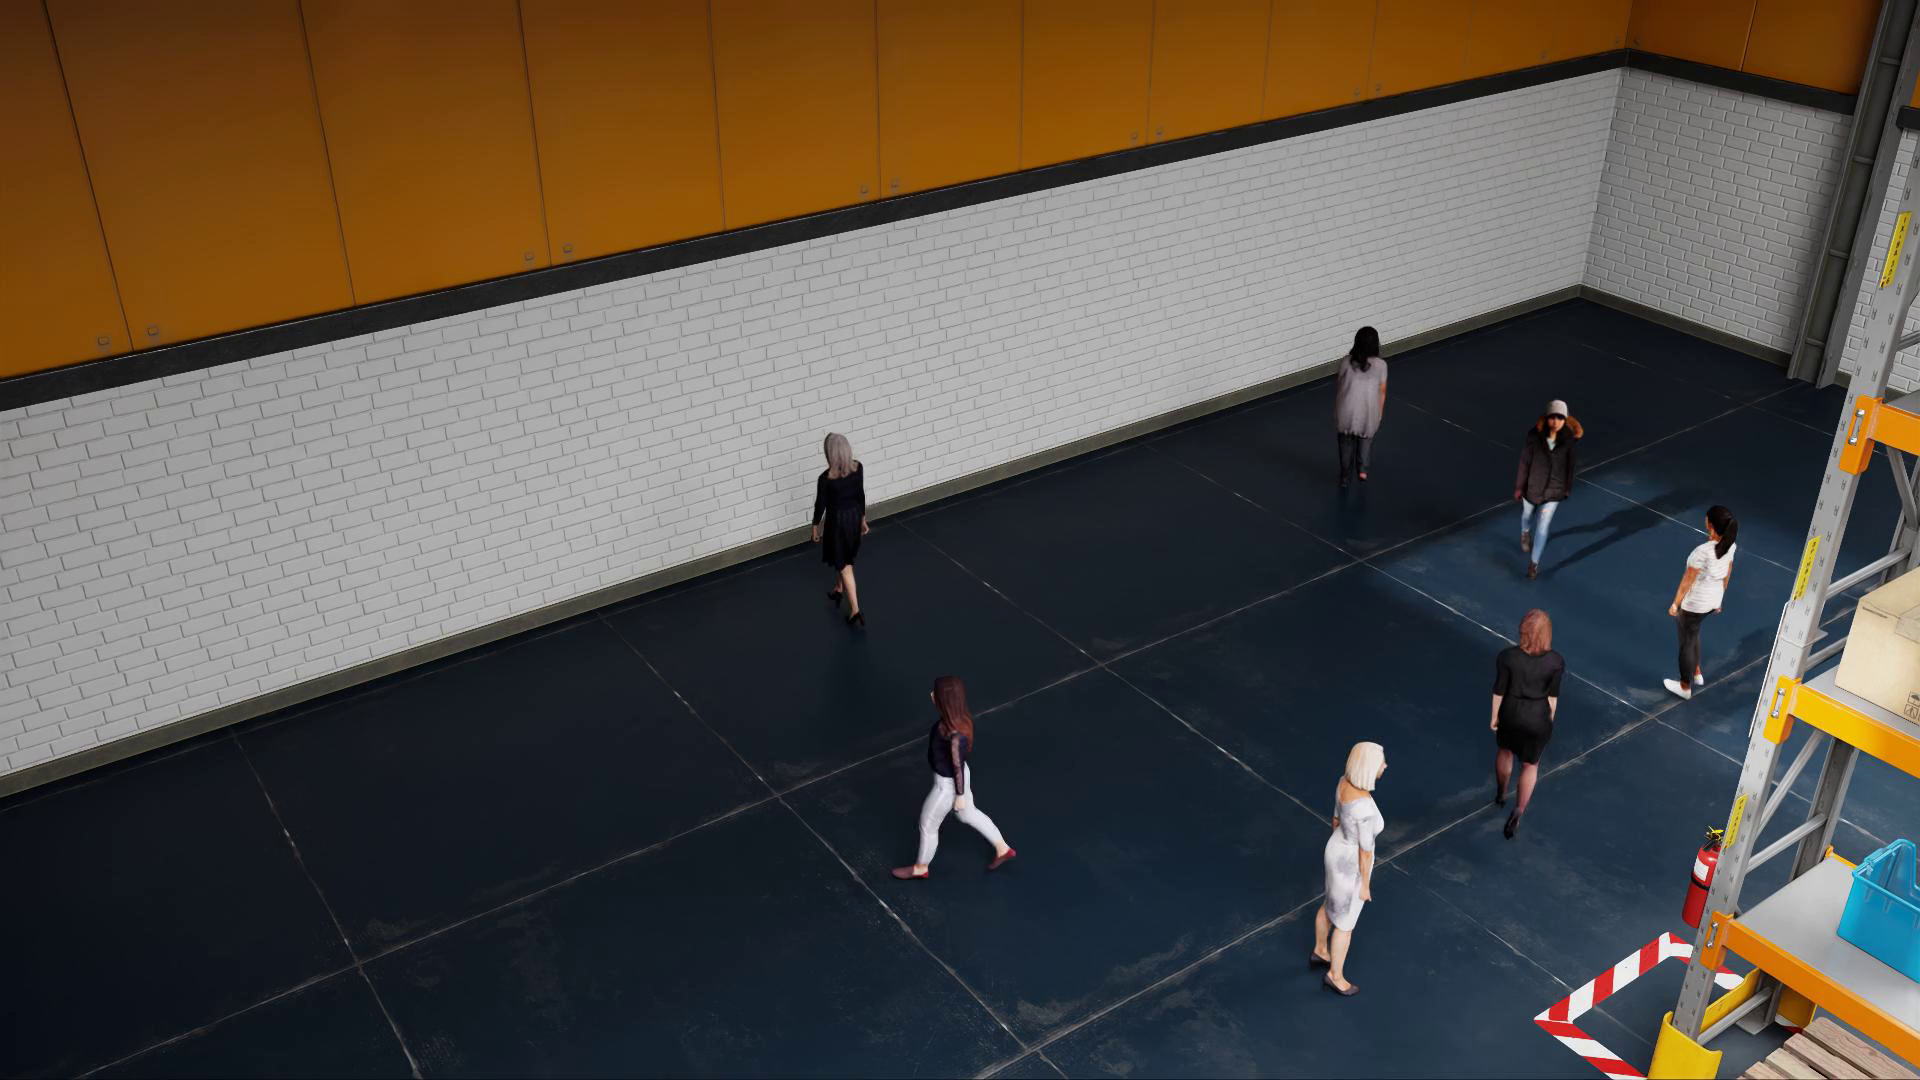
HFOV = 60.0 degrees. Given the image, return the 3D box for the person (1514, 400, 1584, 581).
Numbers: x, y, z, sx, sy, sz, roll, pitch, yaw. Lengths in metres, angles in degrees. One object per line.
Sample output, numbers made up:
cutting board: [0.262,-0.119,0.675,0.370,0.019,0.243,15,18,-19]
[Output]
person: [5.093,-0.507,14.530,1.098,1.605,1.082,8,30,15]

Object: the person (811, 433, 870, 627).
person: [-0.912,-0.053,13.560,0.646,1.737,0.823,-21,35,-33]

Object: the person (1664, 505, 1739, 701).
person: [5.681,0.517,12.624,0.572,1.632,0.576,-15,32,-26]

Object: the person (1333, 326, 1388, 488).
person: [3.789,-1.226,15.859,0.781,1.594,0.840,5,29,9]

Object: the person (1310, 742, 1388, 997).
person: [2.309,1.938,9.898,0.697,1.749,0.570,-6,29,-10]

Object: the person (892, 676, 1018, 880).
person: [0.004,1.570,10.749,1.071,1.579,1.080,2,29,3]

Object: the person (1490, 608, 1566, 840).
person: [3.799,1.263,11.200,1.004,1.687,1.002,8,30,15]
